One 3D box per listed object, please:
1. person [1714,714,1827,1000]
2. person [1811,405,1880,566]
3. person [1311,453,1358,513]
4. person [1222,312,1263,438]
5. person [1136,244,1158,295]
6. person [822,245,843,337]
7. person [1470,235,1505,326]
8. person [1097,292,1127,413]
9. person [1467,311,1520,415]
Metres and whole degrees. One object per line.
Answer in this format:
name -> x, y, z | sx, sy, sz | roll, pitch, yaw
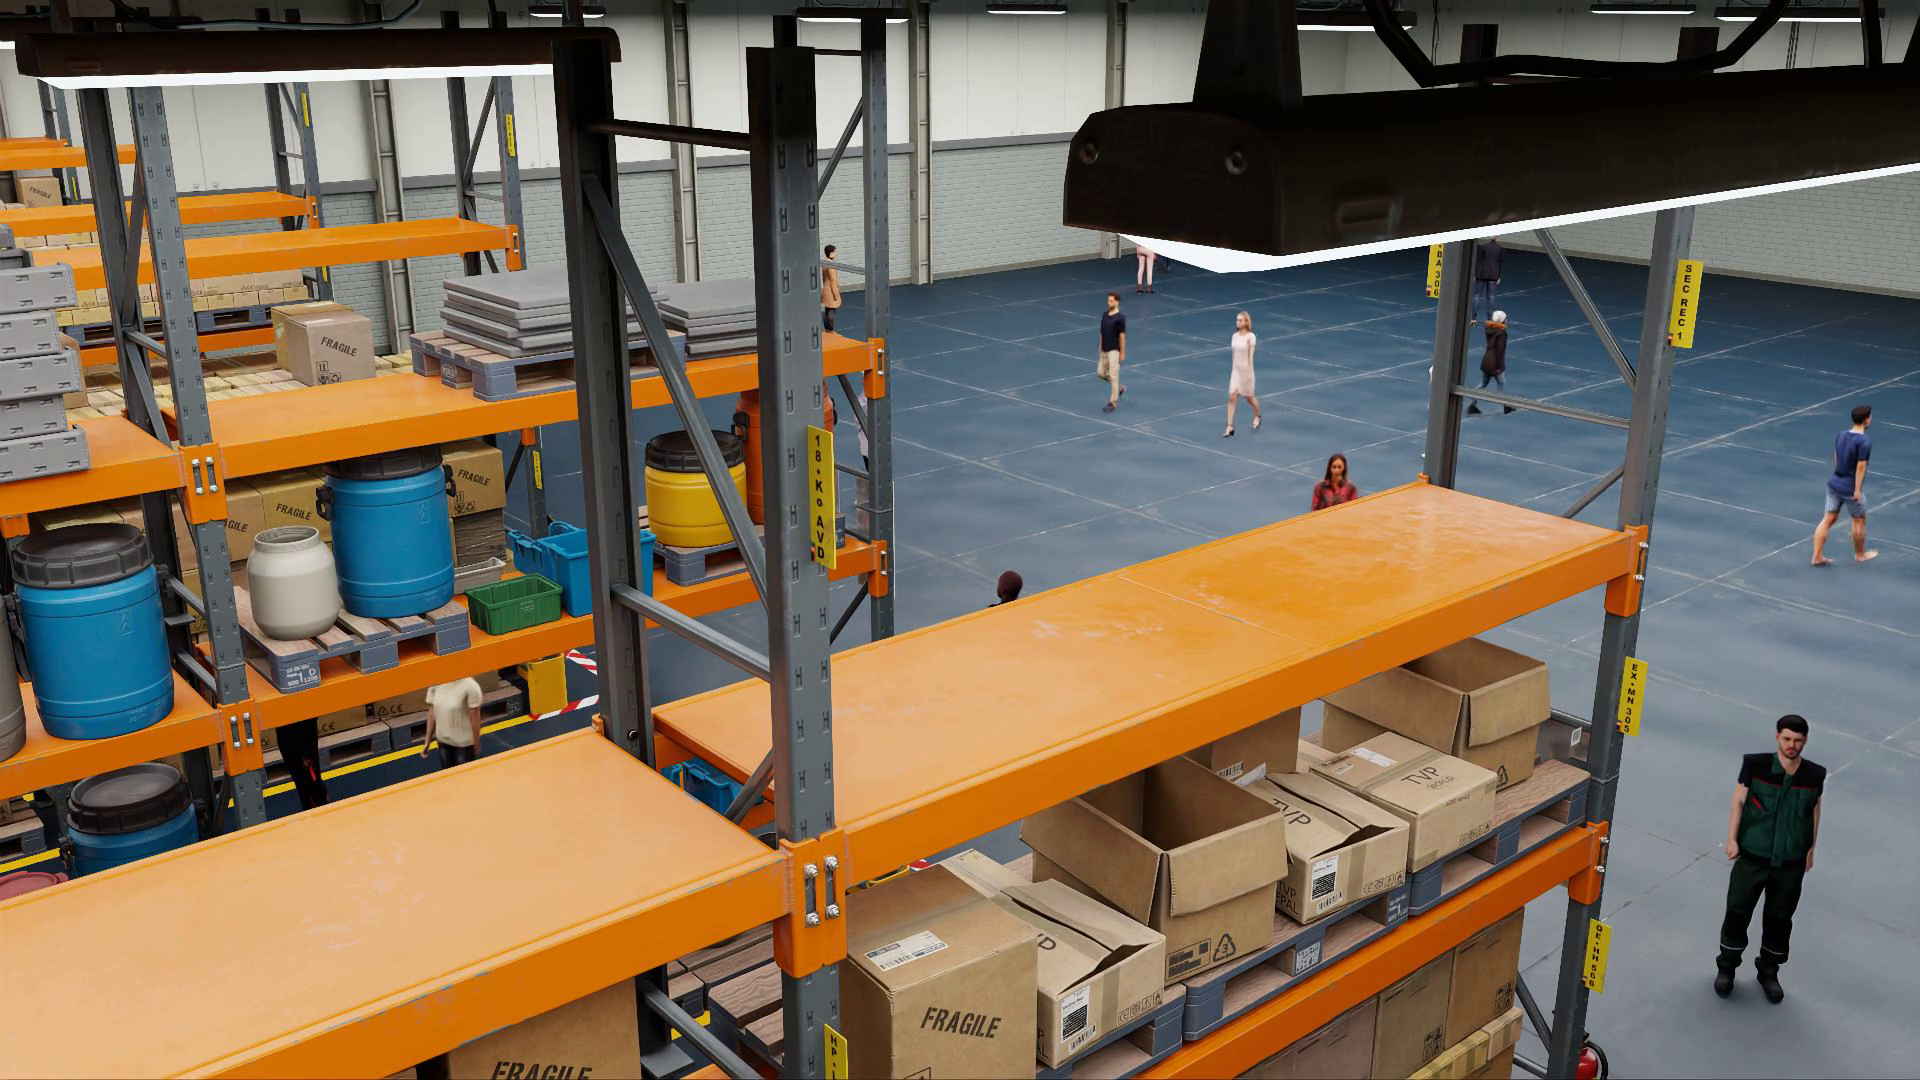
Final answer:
person -> 5.133, 1.978, 10.531 | 0.759, 1.901, 0.776 | 5, 19, 15
person -> 9.785, -0.570, 18.497 | 1.113, 1.813, 0.894 | -6, 19, -16
person -> 3.853, -0.087, 17.206 | 0.787, 1.693, 0.849 | 5, 19, 14
person -> 4.177, -2.392, 24.127 | 0.648, 1.792, 1.093 | 17, 25, 42
person -> 4.013, -6.178, 35.865 | 0.677, 1.722, 0.637 | 11, 21, 31
person -> -2.445, -4.688, 31.281 | 0.710, 1.727, 0.723 | -8, 20, -23
person -> 9.232, -4.642, 29.286 | 0.822, 1.782, 0.791 | 2, 18, 5
person -> 2.408, -2.916, 25.648 | 0.783, 1.845, 0.643 | -14, 23, -37
person -> 8.029, -2.656, 25.258 | 1.146, 1.592, 0.937 | -4, 19, -13
